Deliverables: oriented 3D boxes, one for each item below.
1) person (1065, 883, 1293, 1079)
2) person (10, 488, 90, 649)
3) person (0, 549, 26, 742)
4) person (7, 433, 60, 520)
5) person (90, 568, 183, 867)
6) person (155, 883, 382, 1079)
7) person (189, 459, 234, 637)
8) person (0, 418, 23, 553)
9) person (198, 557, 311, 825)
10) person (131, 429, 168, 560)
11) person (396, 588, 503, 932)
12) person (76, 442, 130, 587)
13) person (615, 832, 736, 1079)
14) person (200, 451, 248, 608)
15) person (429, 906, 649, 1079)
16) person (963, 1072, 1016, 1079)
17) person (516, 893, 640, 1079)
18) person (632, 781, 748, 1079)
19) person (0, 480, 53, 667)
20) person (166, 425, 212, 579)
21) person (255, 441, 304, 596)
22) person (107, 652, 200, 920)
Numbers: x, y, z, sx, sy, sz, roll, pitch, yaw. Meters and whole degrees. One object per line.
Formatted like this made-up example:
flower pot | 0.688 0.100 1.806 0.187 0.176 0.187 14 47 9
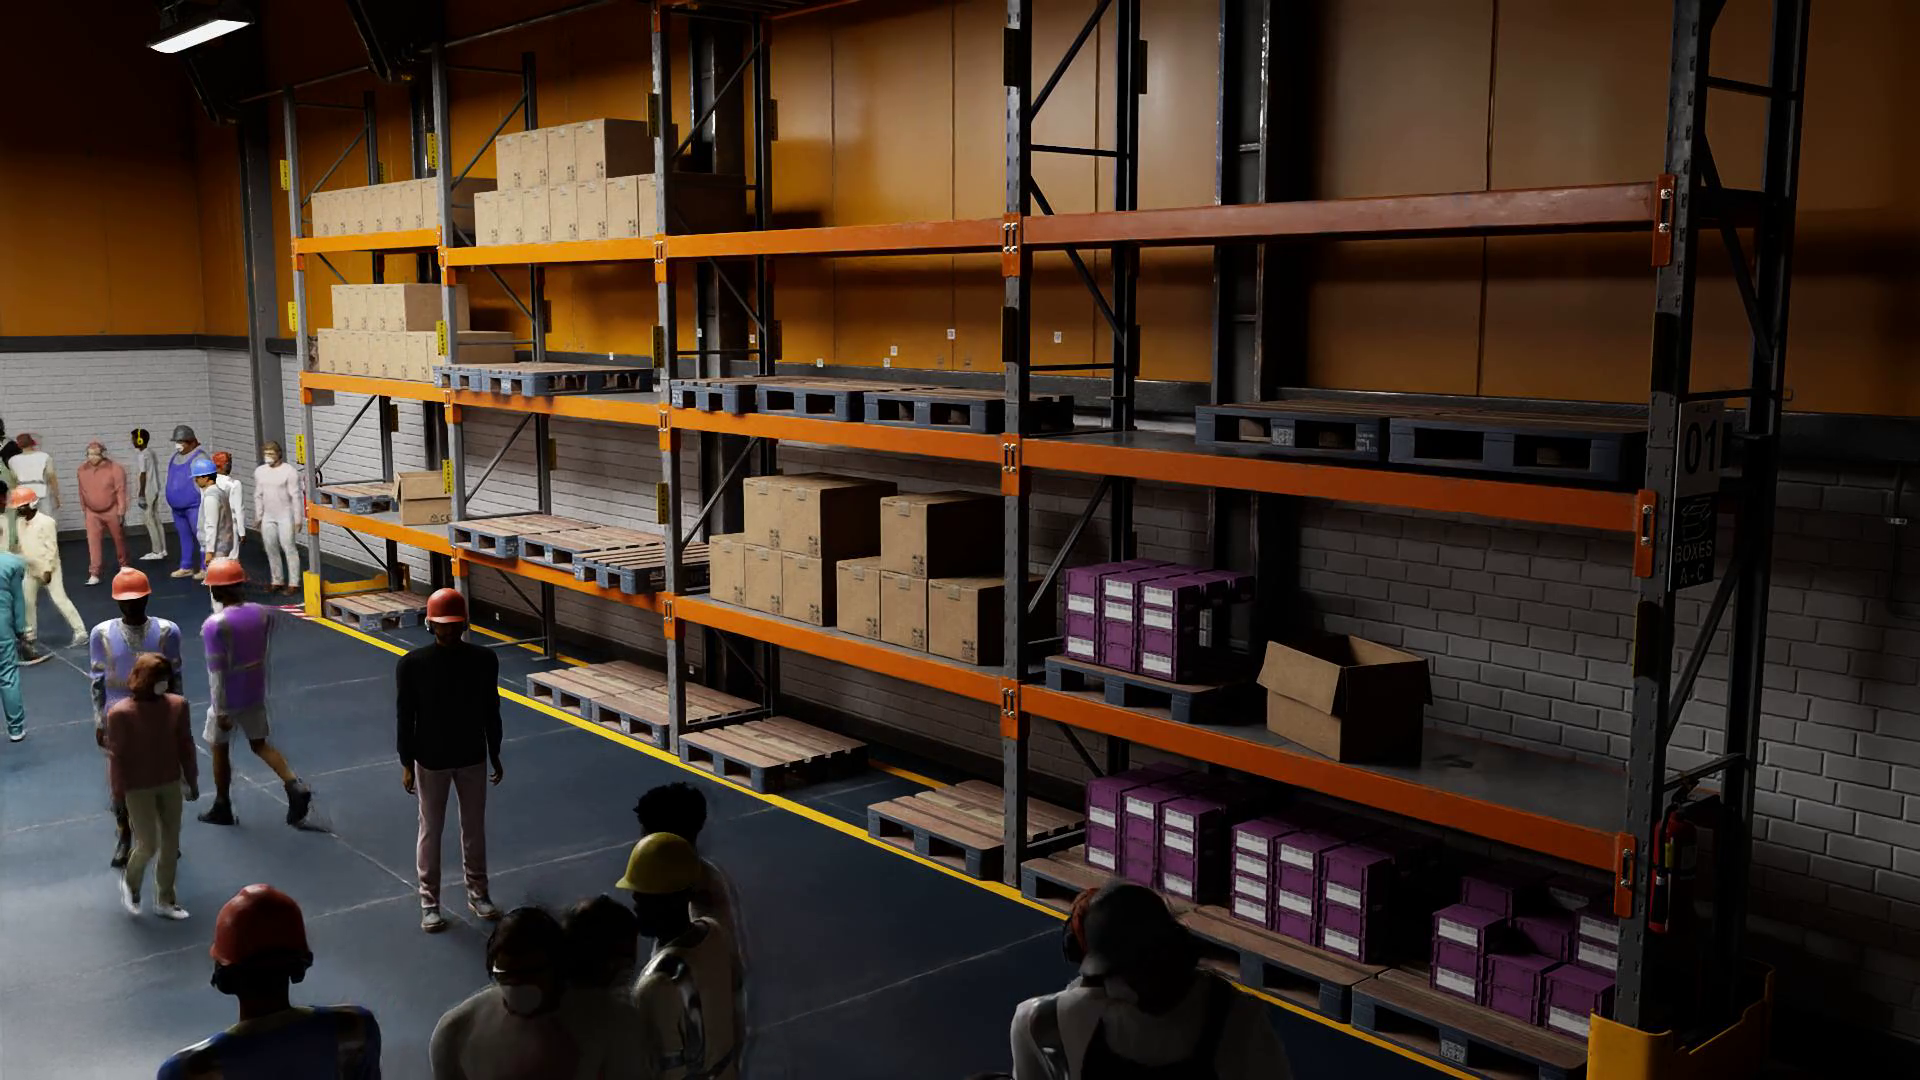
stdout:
person | 0.659 1.925 4.966 0.800 2.000 1.048 2 8 15
person | -9.656 0.298 17.477 0.725 1.704 0.504 4 9 25
person | -8.005 0.746 13.620 0.636 1.911 0.404 -7 11 -41
person | -12.913 -0.578 23.200 0.641 1.809 0.423 -2 8 -14
person | -5.320 1.138 10.787 0.543 1.939 0.362 -4 9 -25
person | -1.921 1.964 4.685 0.607 2.044 0.374 -7 11 -41
person | -8.153 0.080 18.180 0.420 1.933 0.618 -2 9 -17
person | -13.843 -0.814 24.001 0.707 2.000 0.555 -4 9 -25
person | -4.923 1.059 11.459 0.832 1.911 0.550 4 9 26
person | -11.470 -0.649 23.510 0.342 1.858 0.506 -1 8 -8
person | -2.970 1.263 9.722 0.612 1.995 0.376 -5 10 -33
person | -11.093 -0.365 21.597 0.650 1.851 1.025 -1 8 -7
person | -0.936 1.904 5.502 0.384 1.925 0.593 2 8 11
person | -8.728 -0.114 19.722 0.569 1.878 0.347 2 8 13
person | -1.248 2.010 4.852 0.662 1.899 0.935 0 8 2
person | 0.143 2.162 3.781 0.637 1.916 0.869 -6 10 -34
person | -1.265 1.987 5.114 0.954 1.894 0.685 0 8 3
person | -0.887 1.810 6.139 0.881 1.939 0.632 -1 8 -8
person | -9.500 0.347 16.392 0.949 1.902 0.599 1 8 8
person | -10.138 -0.500 21.823 0.688 2.000 0.536 4 9 24
person | -8.412 -0.265 20.578 0.644 1.928 0.388 3 9 19
person | -4.715 1.447 9.734 0.378 1.616 0.521 5 10 32
